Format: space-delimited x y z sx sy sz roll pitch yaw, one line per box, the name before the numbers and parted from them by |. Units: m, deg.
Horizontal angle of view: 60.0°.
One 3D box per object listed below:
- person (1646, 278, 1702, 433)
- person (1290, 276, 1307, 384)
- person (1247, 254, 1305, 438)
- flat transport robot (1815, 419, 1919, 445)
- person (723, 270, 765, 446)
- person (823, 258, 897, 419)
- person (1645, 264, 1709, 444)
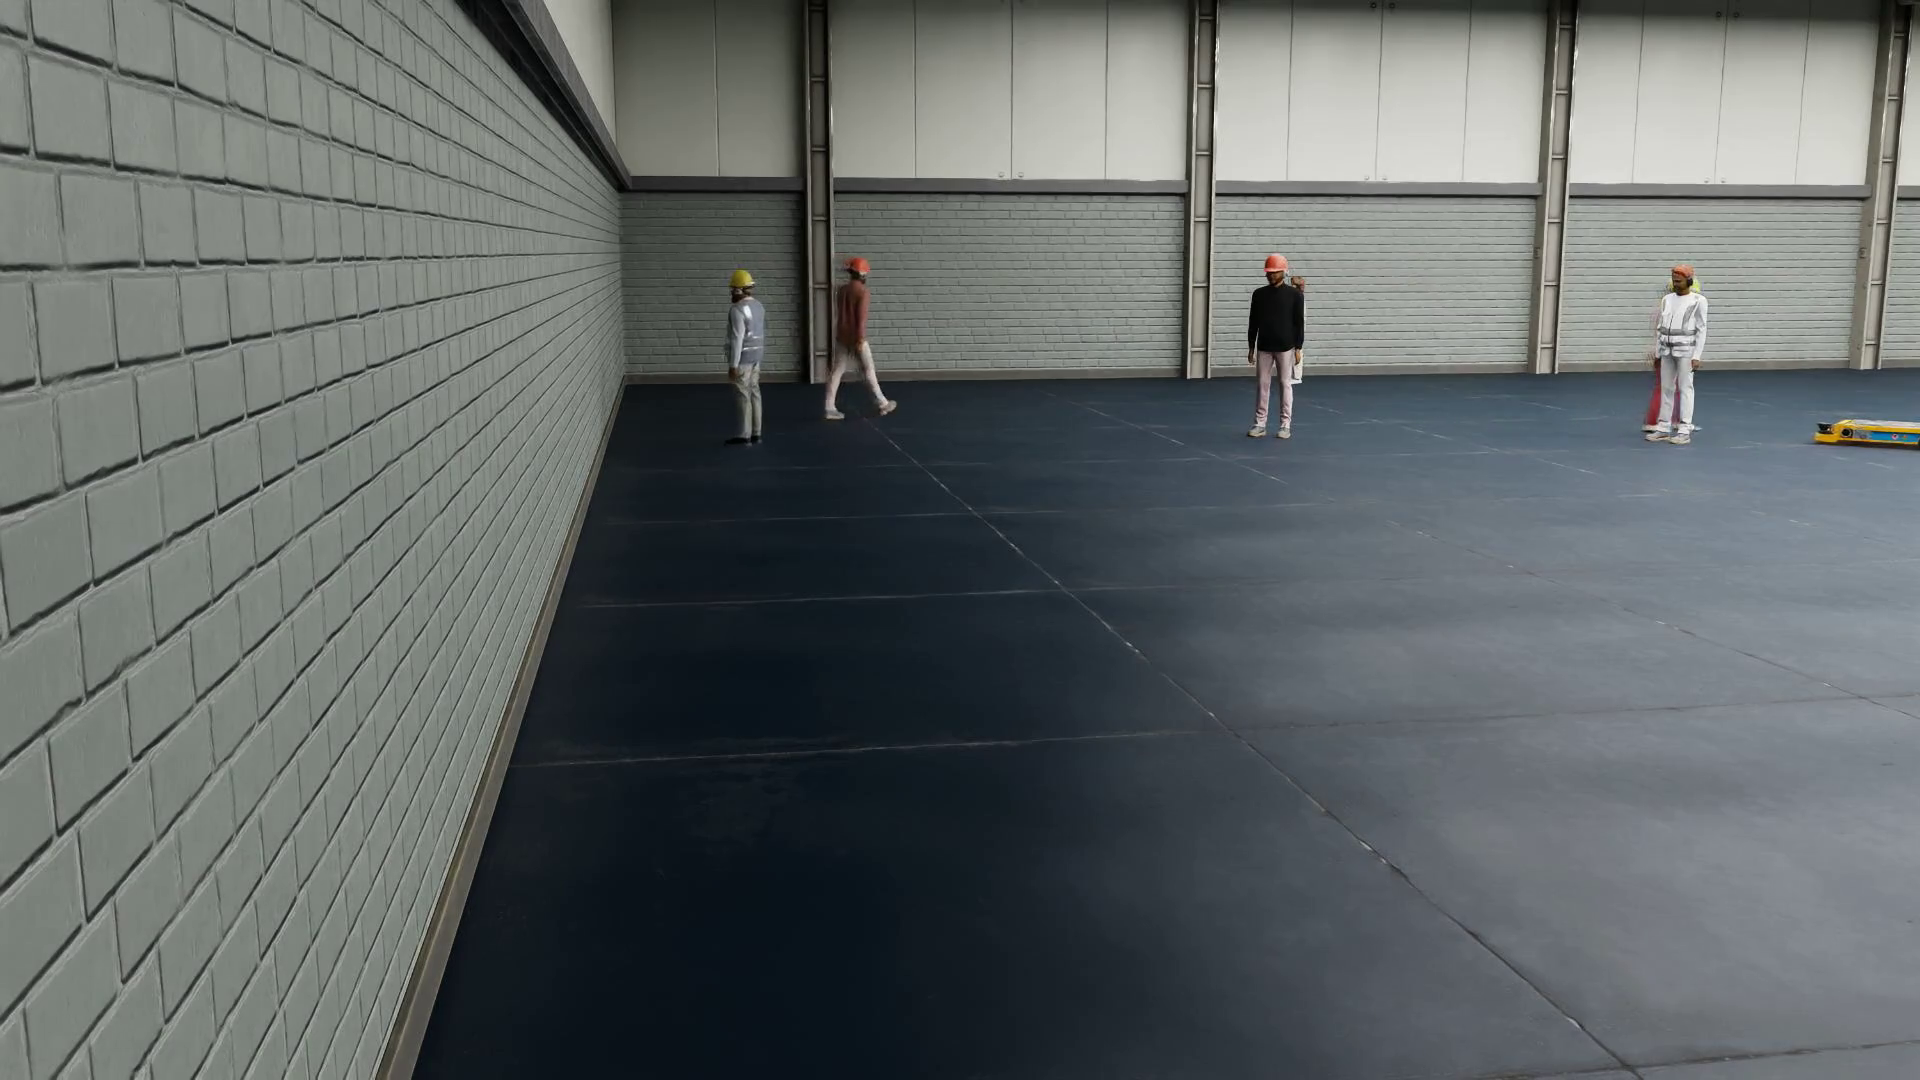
person | 8.016 -2.031 18.425 0.737 1.727 0.517 2 10 12
person | 5.124 -3.193 25.363 0.307 1.645 0.518 2 10 11
person | 3.413 -2.096 18.050 0.621 1.989 0.398 6 11 30
flat transport robot | 9.758 -1.108 17.309 1.431 0.197 0.652 7 12 36
person | -2.255 -1.894 17.343 0.404 1.830 0.599 3 10 19
person | -1.256 -2.441 20.184 0.612 1.927 1.073 10 14 44
person | 7.582 -1.960 17.571 0.356 1.887 0.572 -5 11 -27
